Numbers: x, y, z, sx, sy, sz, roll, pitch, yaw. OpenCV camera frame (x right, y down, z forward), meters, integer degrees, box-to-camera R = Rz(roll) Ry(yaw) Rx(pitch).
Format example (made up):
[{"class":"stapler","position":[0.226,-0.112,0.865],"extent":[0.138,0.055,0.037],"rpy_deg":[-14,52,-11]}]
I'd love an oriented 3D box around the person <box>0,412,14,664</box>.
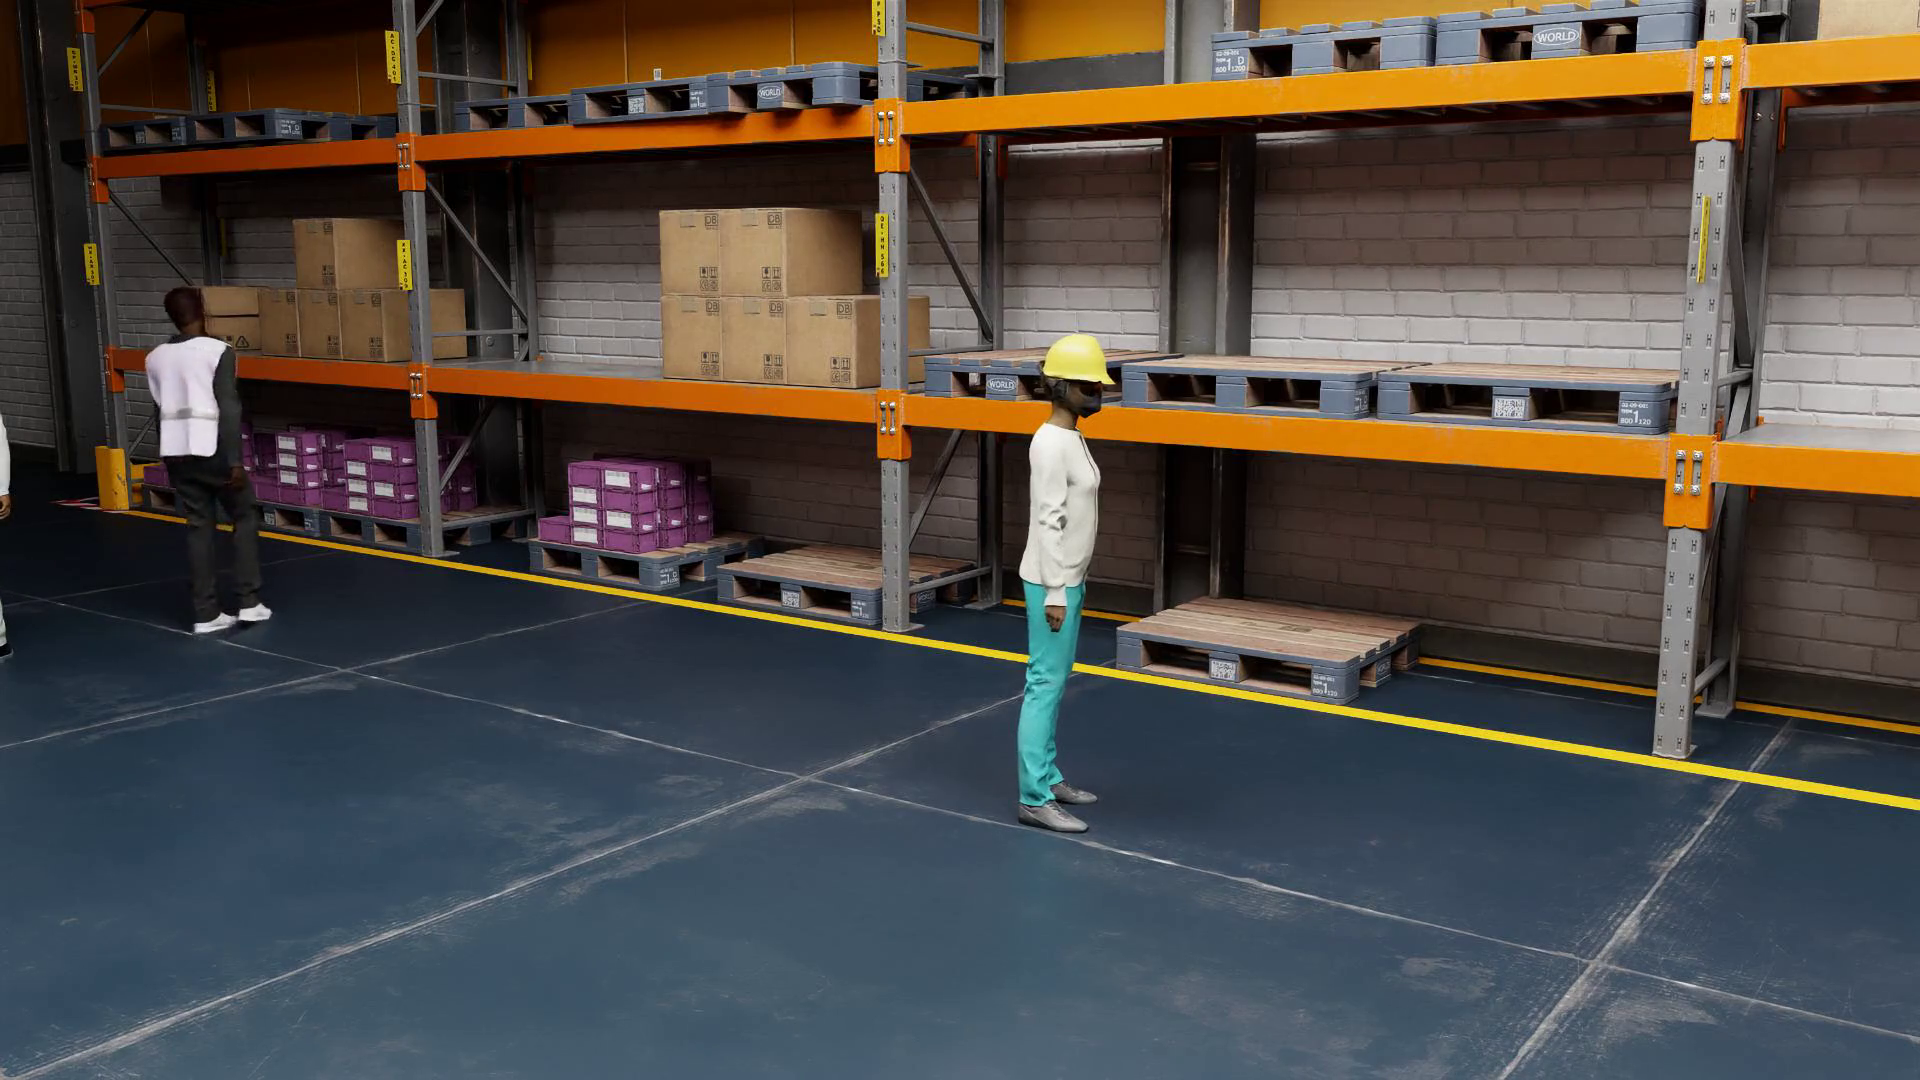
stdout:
[{"class":"person","position":[-5.038,-0.265,8.240],"extent":[0.600,1.829,0.404],"rpy_deg":[-5,11,-29]}]

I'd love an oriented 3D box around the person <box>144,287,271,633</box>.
[{"class":"person","position":[-4.165,-0.437,9.129],"extent":[0.647,1.872,0.466],"rpy_deg":[2,10,14]}]

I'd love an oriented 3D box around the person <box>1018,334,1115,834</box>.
[{"class":"person","position":[0.384,0.149,5.974],"extent":[0.328,1.765,0.532],"rpy_deg":[2,10,12]}]
